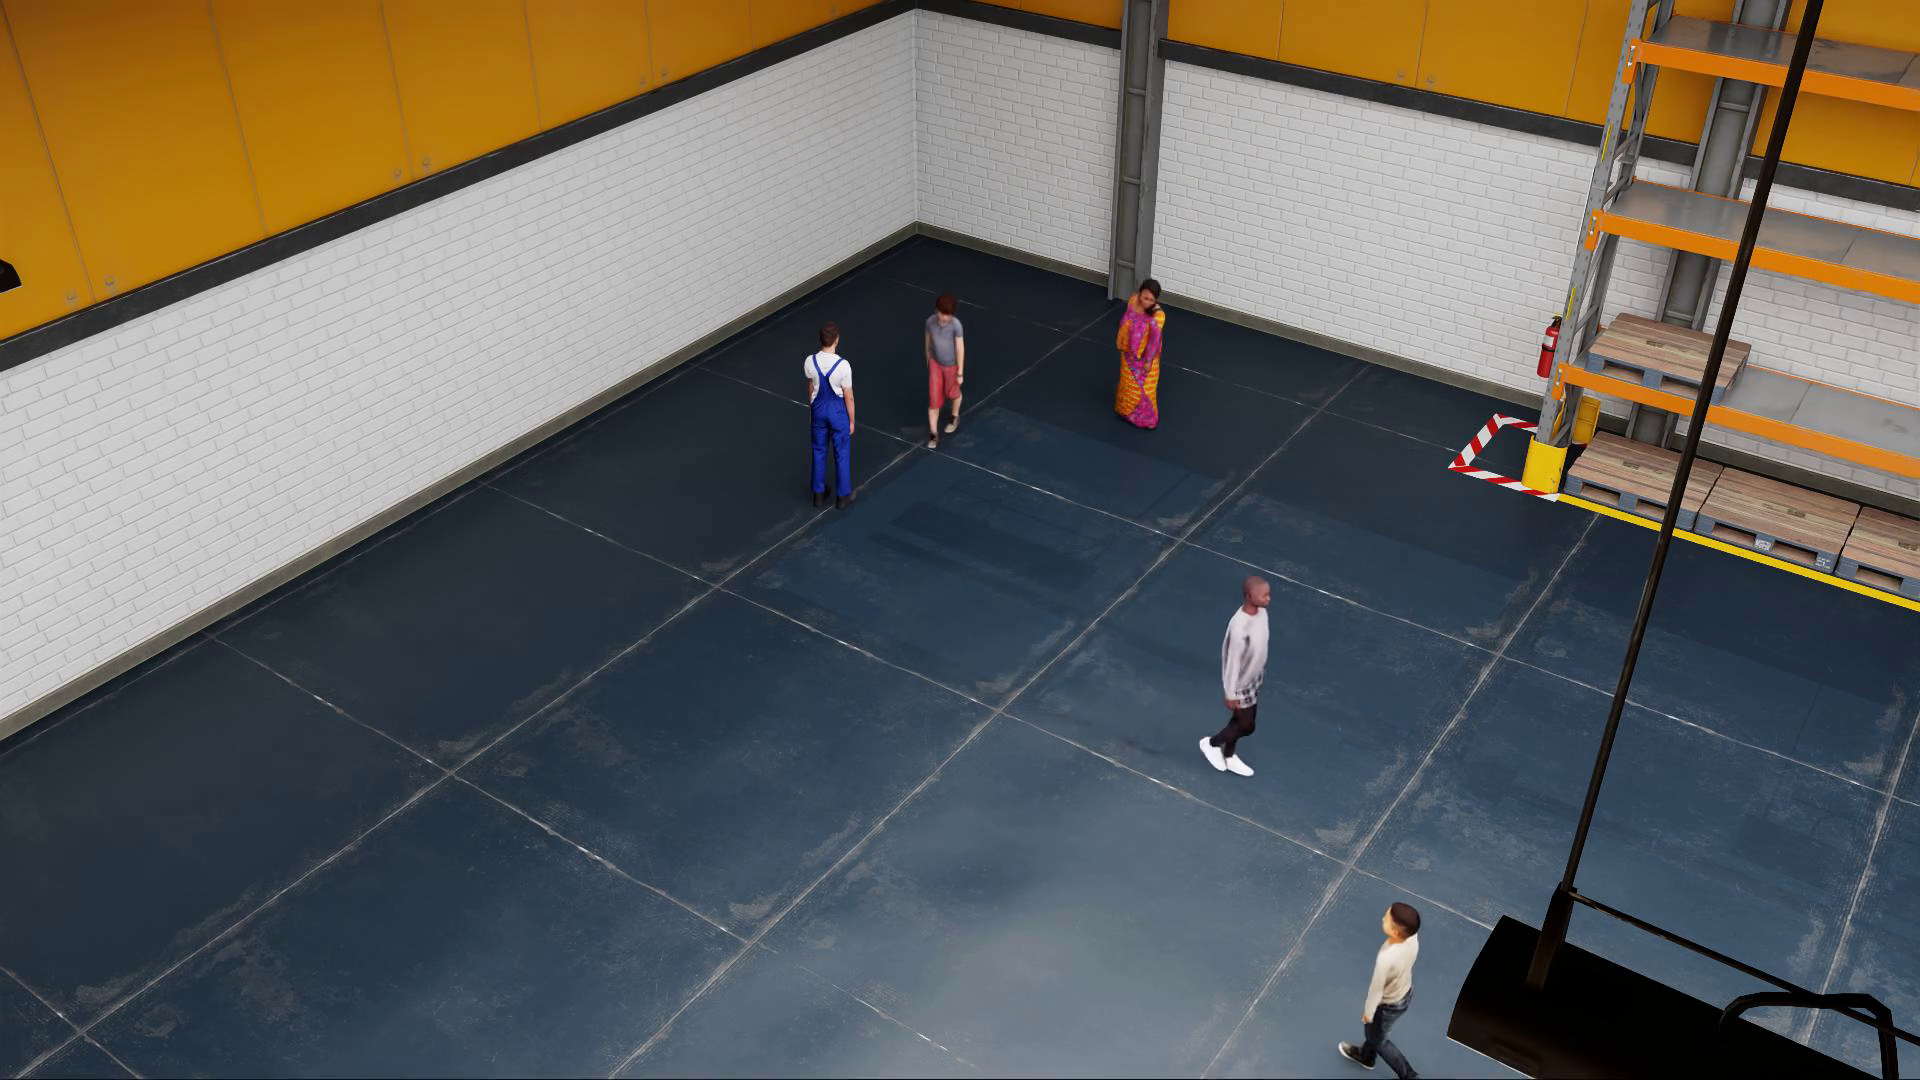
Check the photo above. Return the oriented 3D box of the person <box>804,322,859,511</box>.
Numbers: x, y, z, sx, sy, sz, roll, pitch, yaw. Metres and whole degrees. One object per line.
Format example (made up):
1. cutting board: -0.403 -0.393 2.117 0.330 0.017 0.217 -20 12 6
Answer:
1. person: -1.205 -1.143 15.329 0.613 1.847 0.745 8 35 12

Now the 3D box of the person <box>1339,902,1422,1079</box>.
1. person: 2.600 2.744 9.844 0.882 1.444 0.592 26 41 33

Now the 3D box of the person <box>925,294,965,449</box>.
1. person: -0.133 -1.757 16.463 1.001 1.616 0.862 13 36 18

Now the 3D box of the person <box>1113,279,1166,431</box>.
1. person: 1.789 -1.949 16.702 0.920 1.670 0.767 -11 35 -16

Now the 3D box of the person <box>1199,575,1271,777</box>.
1. person: 1.992 0.987 12.201 0.661 1.762 0.647 20 38 27
